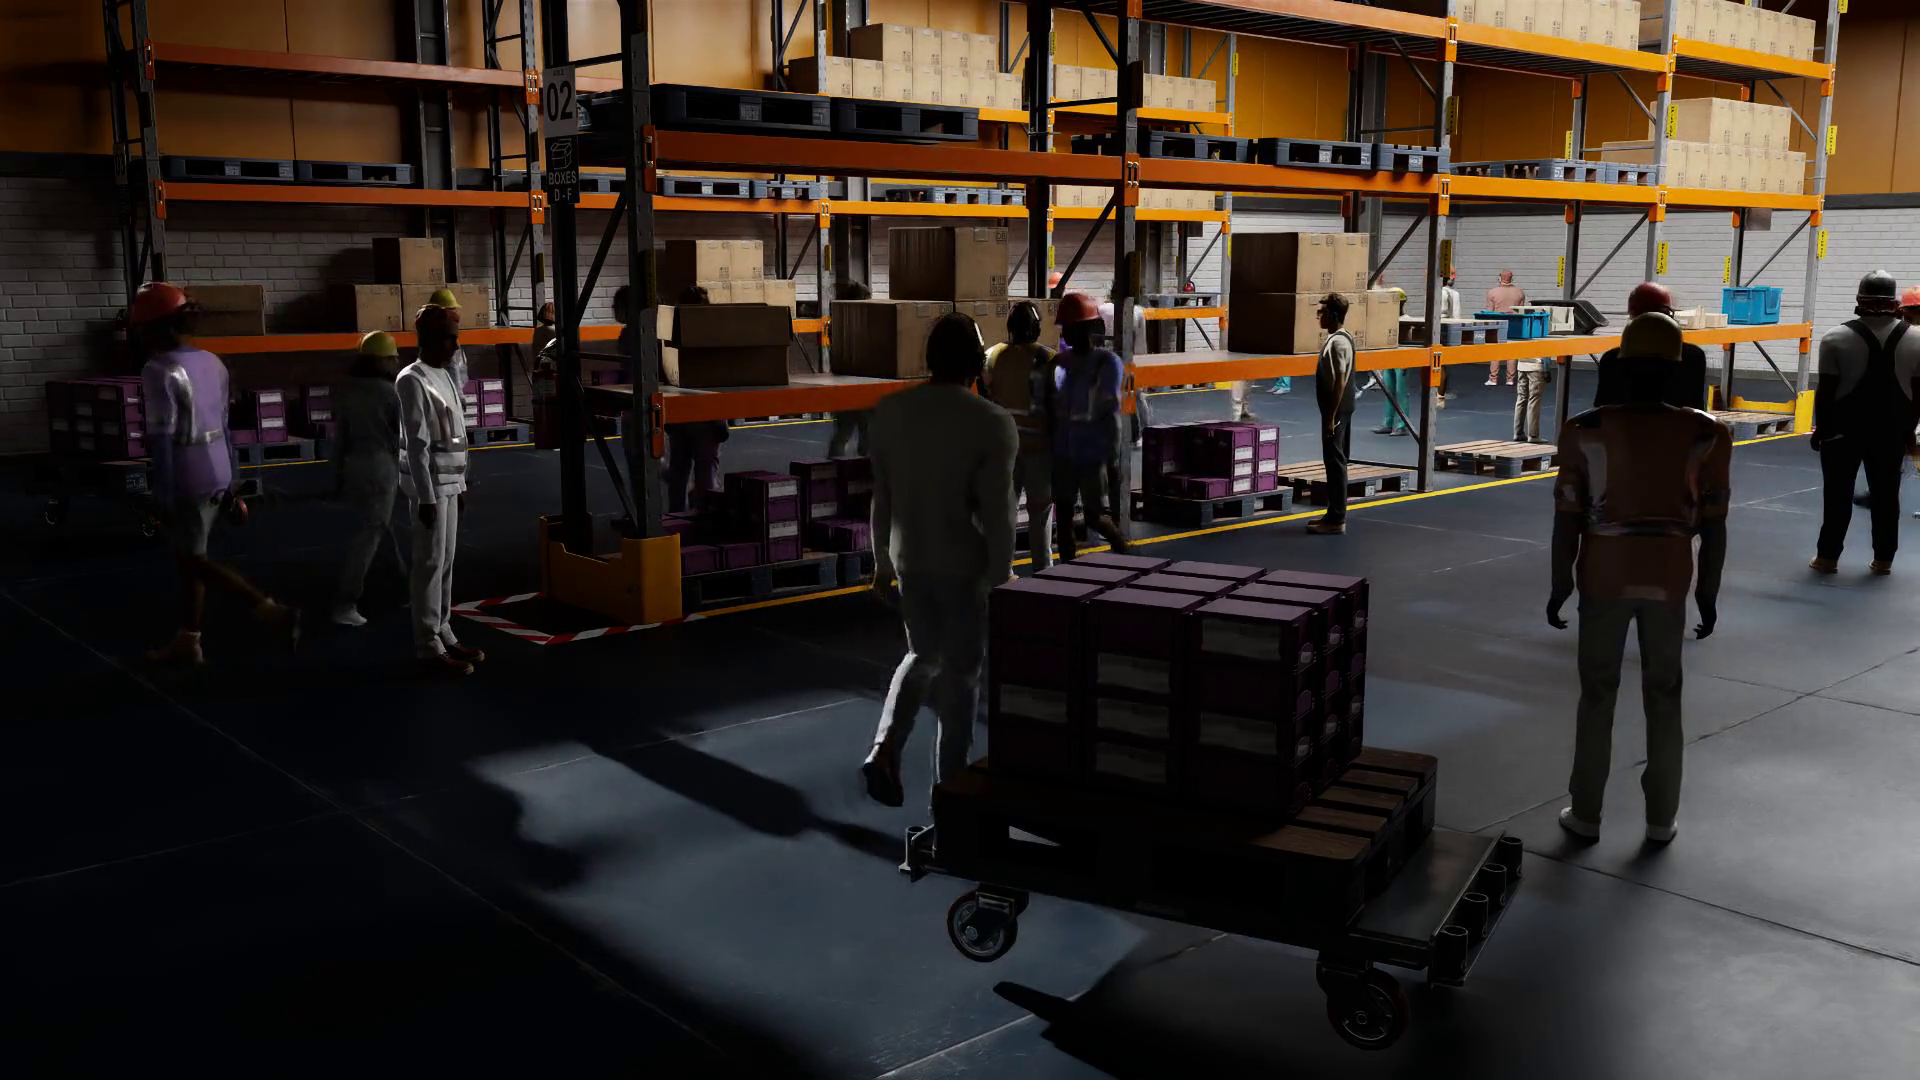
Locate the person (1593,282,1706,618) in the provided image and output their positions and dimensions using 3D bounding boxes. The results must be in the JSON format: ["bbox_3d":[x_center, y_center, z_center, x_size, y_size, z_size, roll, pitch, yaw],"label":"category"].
[{"bbox_3d":[4.000,-0.508,9.698,0.635,1.974,0.480,1,10,7],"label":"person"}]

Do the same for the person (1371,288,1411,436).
[{"bbox_3d":[5.151,-2.102,19.696,0.378,1.751,0.555,-2,10,-13],"label":"person"}]

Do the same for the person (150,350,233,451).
[{"bbox_3d":[-7.322,-1.476,15.651,0.676,1.884,0.625,-2,10,-12],"label":"person"}]

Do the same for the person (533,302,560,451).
[{"bbox_3d":[-4.479,-1.786,18.219,0.492,1.625,0.282,9,13,42],"label":"person"}]

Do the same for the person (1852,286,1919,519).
[{"bbox_3d":[7.763,-1.121,13.587,0.545,1.888,0.976,-5,11,-27],"label":"person"}]

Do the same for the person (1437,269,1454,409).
[{"bbox_3d":[6.649,-2.834,23.112,0.366,2.048,0.607,3,10,19],"label":"person"}]

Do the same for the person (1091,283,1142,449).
[{"bbox_3d":[1.719,-1.895,18.131,0.725,1.878,0.472,-8,13,-41],"label":"person"}]

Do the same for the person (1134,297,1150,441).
[{"bbox_3d":[1.867,-2.004,18.833,0.701,1.844,0.539,-1,10,-3],"label":"person"}]

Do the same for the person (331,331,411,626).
[{"bbox_3d":[-3.433,-0.369,9.727,0.492,1.691,0.914,4,10,20],"label":"person"}]

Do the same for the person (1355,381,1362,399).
[{"bbox_3d":[5.614,-2.808,24.244,0.523,1.592,0.801,7,12,36],"label":"person"}]

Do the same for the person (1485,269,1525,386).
[{"bbox_3d":[8.899,-3.474,27.255,0.651,1.913,0.409,-1,10,-4],"label":"person"}]

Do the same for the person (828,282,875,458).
[{"bbox_3d":[-0.949,-1.312,14.634,0.694,1.901,0.699,-8,12,-39],"label":"person"}]

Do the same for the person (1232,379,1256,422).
[{"bbox_3d":[3.683,-2.466,21.291,0.391,1.951,0.769,4,10,20],"label":"person"}]

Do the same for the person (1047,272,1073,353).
[{"bbox_3d":[1.149,-2.210,19.781,0.551,1.935,0.372,5,11,27],"label":"person"}]

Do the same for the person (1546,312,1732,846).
[{"bbox_3d":[2.433,0.147,6.011,0.595,1.925,0.371,2,10,12],"label":"person"}]

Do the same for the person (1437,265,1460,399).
[{"bbox_3d":[7.230,-3.098,24.816,0.401,1.990,0.622,-5,11,-28],"label":"person"}]

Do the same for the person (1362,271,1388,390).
[{"bbox_3d":[6.566,-3.324,26.433,0.652,1.892,0.430,-9,13,-41],"label":"person"}]

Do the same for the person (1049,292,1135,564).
[{"bbox_3d":[0.785,-0.548,10.104,0.554,1.913,0.649,8,13,40],"label":"person"}]

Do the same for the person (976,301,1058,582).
[{"bbox_3d":[0.416,-0.575,10.484,0.627,1.847,0.429,6,11,30],"label":"person"}]

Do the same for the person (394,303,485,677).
[{"bbox_3d":[-2.661,-0.254,8.478,0.355,1.887,0.573,0,10,-3],"label":"person"}]

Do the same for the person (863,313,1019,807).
[{"bbox_3d":[-0.084,0.118,6.198,0.637,1.918,0.553,5,11,29],"label":"person"}]

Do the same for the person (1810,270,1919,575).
[{"bbox_3d":[6.054,-0.789,11.157,0.689,2.000,0.539,2,10,10],"label":"person"}]

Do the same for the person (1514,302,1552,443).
[{"bbox_3d":[6.540,-1.921,18.987,0.313,1.633,0.511,-4,10,-20],"label":"person"}]

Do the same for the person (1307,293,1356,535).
[{"bbox_3d":[2.854,-0.962,12.743,0.329,1.844,0.515,3,10,17],"label":"person"}]

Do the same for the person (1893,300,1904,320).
[{"bbox_3d":[9.781,-1.692,17.524,0.818,1.649,0.551,-8,12,-38],"label":"person"}]

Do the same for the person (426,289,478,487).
[{"bbox_3d":[-4.720,-1.382,15.264,0.403,1.836,0.601,-6,11,-32],"label":"person"}]

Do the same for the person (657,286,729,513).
[{"bbox_3d":[-1.938,-0.909,12.262,0.651,1.904,0.404,7,12,35],"label":"person"}]

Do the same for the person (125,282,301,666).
[{"bbox_3d":[-3.814,-0.303,8.447,0.877,2.006,0.628,1,10,6],"label":"person"}]

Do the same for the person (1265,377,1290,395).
[{"bbox_3d":[4.958,-3.154,25.586,0.374,1.840,0.569,-1,10,-7],"label":"person"}]

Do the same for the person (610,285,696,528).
[{"bbox_3d":[-2.391,-1.023,12.923,0.614,1.912,0.678,-5,11,-26],"label":"person"}]
